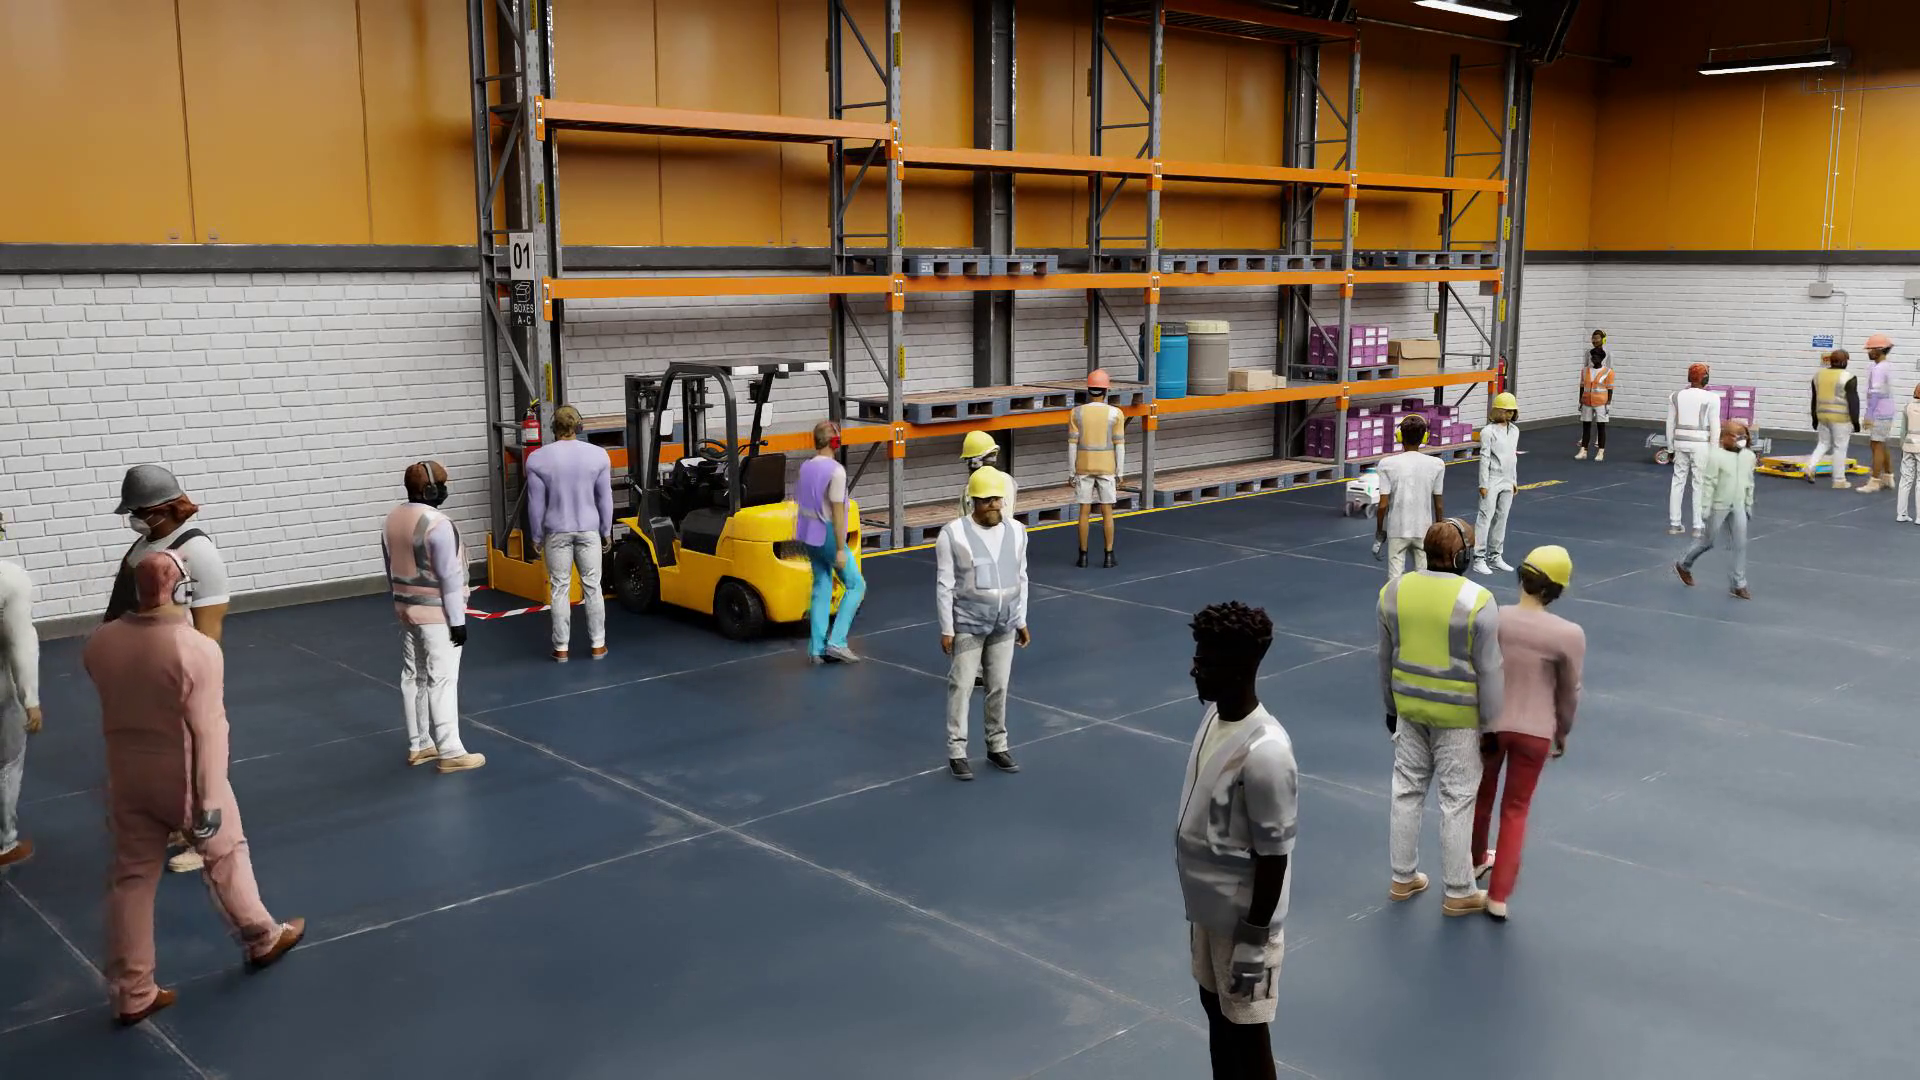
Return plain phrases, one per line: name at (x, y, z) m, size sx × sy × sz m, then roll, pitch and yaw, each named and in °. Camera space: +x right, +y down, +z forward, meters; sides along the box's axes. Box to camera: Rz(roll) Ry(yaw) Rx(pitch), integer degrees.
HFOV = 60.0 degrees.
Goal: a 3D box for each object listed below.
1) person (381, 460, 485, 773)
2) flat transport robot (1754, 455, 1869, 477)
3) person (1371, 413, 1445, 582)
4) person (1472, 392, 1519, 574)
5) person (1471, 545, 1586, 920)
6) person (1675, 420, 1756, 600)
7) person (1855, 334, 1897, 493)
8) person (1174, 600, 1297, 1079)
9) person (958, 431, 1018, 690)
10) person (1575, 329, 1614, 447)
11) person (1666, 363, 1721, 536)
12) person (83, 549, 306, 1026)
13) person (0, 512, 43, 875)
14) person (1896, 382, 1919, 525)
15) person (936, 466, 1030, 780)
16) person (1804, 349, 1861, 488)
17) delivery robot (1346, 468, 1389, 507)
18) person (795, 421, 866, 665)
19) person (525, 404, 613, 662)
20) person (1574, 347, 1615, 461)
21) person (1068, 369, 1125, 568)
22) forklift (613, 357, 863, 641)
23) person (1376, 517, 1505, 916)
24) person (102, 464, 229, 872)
person at (-3.114, 0.449, 9.834) m, size 0.619 × 1.845 × 0.430 m, roll 8°, pitch 12°, yaw 38°
flat transport robot at (11.831, -1.039, 23.137) m, size 1.431 × 0.197 × 0.652 m, roll -3°, pitch 10°, yaw -18°
person at (3.353, -0.016, 12.473) m, size 0.521 × 1.873 × 0.336 m, roll 1°, pitch 10°, yaw 6°
person at (5.175, -0.545, 15.941) m, size 0.492 × 1.742 × 0.324 m, roll -6°, pitch 11°, yaw -31°
person at (2.580, 0.862, 7.756) m, size 0.595 × 1.719 × 0.723 m, roll 4°, pitch 11°, yaw 24°
person at (6.854, -0.303, 14.969) m, size 0.540 × 1.593 × 0.772 m, roll -2°, pitch 10°, yaw -13°
person at (11.761, -1.606, 21.294) m, size 0.497 × 2.043 × 0.791 m, roll 8°, pitch 12°, yaw 39°
person at (0.861, 1.157, 5.322) m, size 0.367 × 1.966 × 0.607 m, roll -2°, pitch 10°, yaw -10°
person at (0.163, 0.142, 11.684) m, size 0.403 × 1.823 × 0.588 m, roll 5°, pitch 11°, yaw 28°
person at (10.148, -2.422, 26.553) m, size 0.329 × 1.874 × 0.518 m, roll -9°, pitch 13°, yaw -41°
person at (7.970, -0.982, 18.093) m, size 0.362 × 1.882 × 0.576 m, roll -8°, pitch 12°, yaw -38°
person at (-3.164, 0.954, 6.822) m, size 0.642 × 1.862 × 0.949 m, roll 2°, pitch 10°, yaw 12°
person at (-4.731, 0.740, 7.970) m, size 0.734 × 1.886 × 0.828 m, roll -1°, pitch 10°, yaw -4°
person at (10.863, -0.985, 18.822) m, size 0.308 × 1.639 × 0.511 m, roll -3°, pitch 10°, yaw -19°
person at (0.149, 0.473, 9.712) m, size 0.591 × 1.834 × 0.404 m, roll -5°, pitch 11°, yaw -25°
person at (11.455, -1.581, 21.745) m, size 0.533 × 1.833 × 0.650 m, roll -4°, pitch 10°, yaw -21°
delivery robot at (4.833, -0.603, 19.482) m, size 0.477 × 0.478 × 0.707 m, roll 9°, pitch 13°, yaw 43°
person at (-0.946, 0.028, 12.350) m, size 0.523 × 1.818 × 0.598 m, roll -6°, pitch 12°, yaw -33°
person at (-2.911, -0.048, 12.457) m, size 0.628 × 1.940 × 0.373 m, roll -3°, pitch 10°, yaw -17°
person at (9.431, -2.017, 24.703) m, size 0.321 × 1.692 × 0.530 m, roll -9°, pitch 13°, yaw -41°
person at (1.328, -0.692, 16.232) m, size 0.550 × 1.935 × 0.376 m, roll 2°, pitch 10°, yaw 9°
forklift at (-1.847, -0.414, 13.852) m, size 1.214 × 2.155 × 2.313 m, roll -9°, pitch 13°, yaw -42°
person at (2.238, 0.809, 7.721) m, size 0.429 × 1.845 × 0.621 m, roll -9°, pitch 13°, yaw -42°
person at (-3.951, 0.619, 8.254) m, size 0.676 × 2.000 × 0.536 m, roll 8°, pitch 12°, yaw 38°
